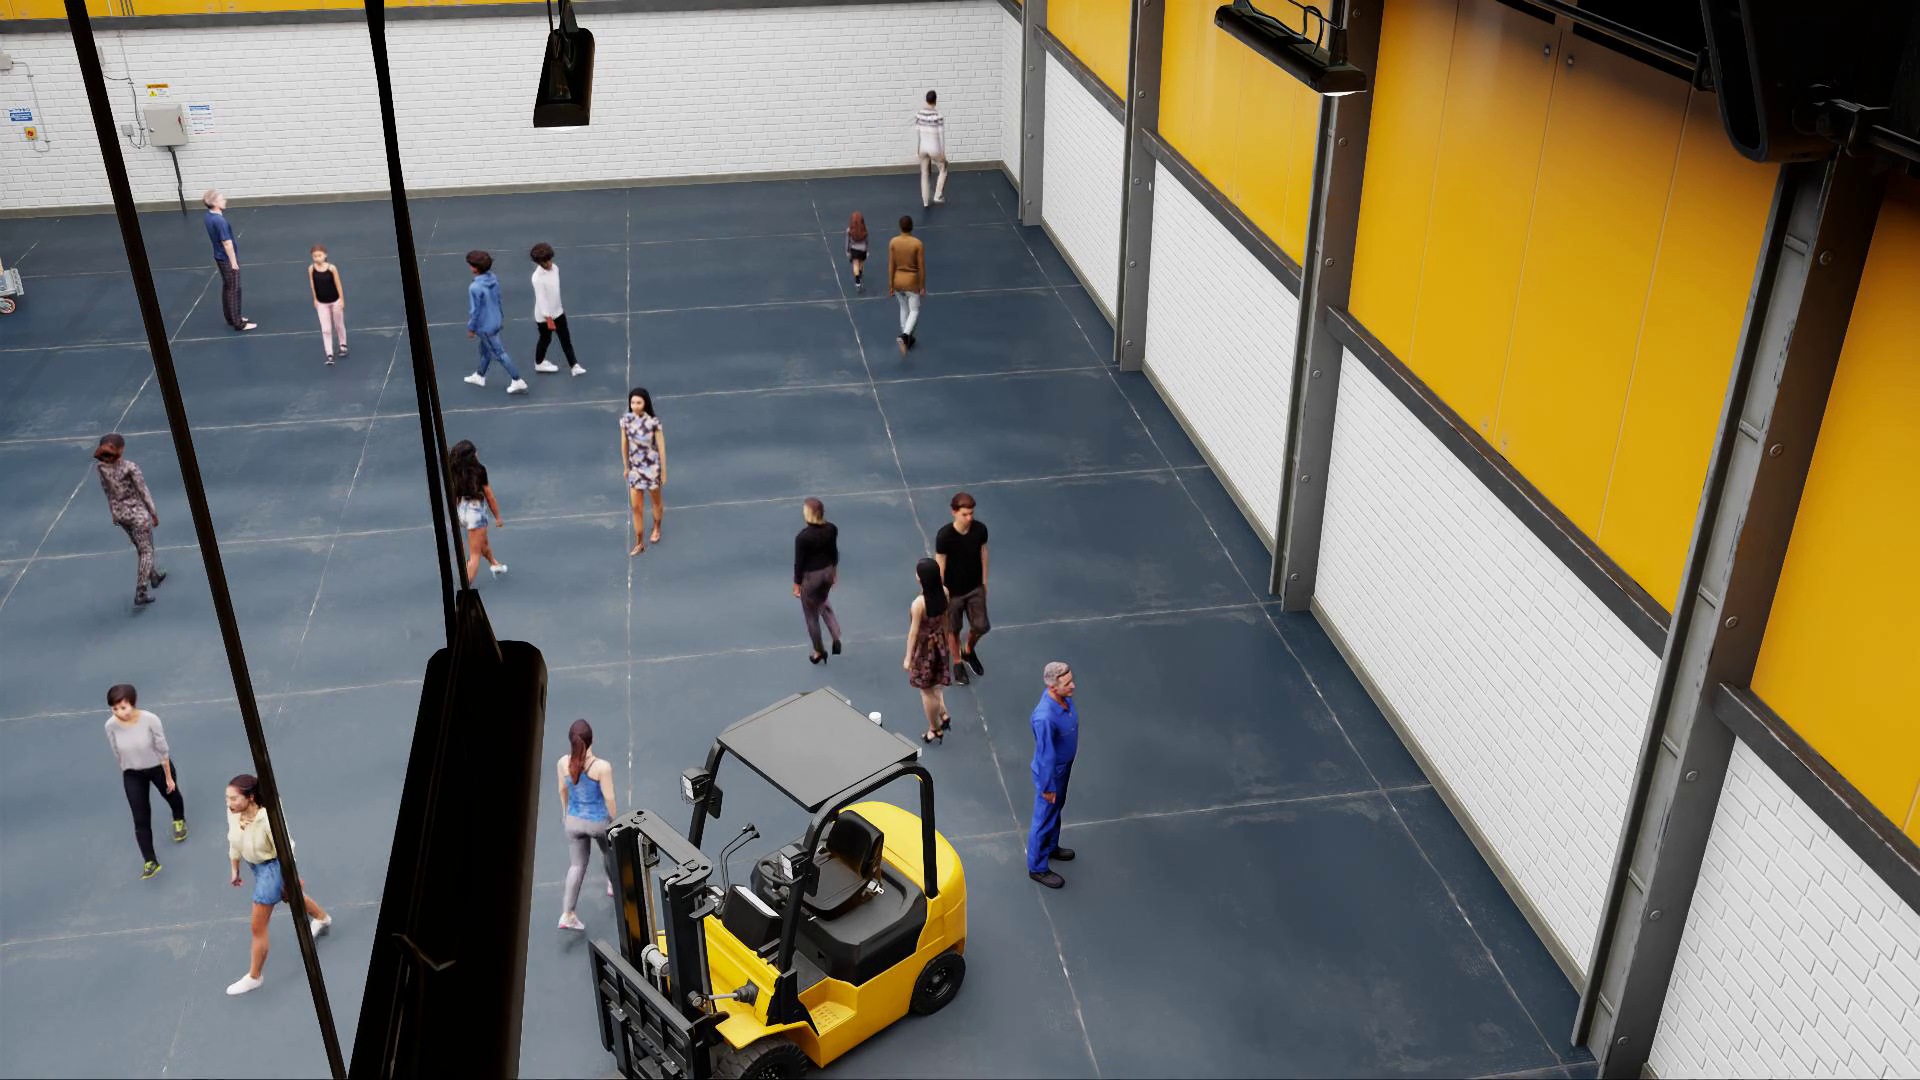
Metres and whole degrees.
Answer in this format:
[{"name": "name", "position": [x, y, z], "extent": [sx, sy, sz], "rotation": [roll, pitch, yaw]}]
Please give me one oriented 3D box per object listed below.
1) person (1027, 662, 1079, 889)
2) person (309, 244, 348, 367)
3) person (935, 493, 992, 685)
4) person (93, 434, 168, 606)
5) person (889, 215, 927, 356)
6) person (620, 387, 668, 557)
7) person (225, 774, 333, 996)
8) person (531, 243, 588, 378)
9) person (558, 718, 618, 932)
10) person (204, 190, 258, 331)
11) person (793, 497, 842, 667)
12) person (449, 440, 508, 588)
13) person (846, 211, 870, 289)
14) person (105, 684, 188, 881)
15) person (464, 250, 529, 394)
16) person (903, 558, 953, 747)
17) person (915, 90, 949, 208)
[{"name": "person", "position": [0.673, 1.674, 12.197], "extent": [0.851, 1.829, 0.688], "rotation": [9, 30, 16]}, {"name": "person", "position": [-7.989, -3.015, 21.115], "extent": [0.530, 1.521, 0.983], "rotation": [-5, 29, -10]}, {"name": "person", "position": [-0.014, 0.373, 14.559], "extent": [0.728, 1.852, 0.678], "rotation": [-10, 30, -17]}, {"name": "person", "position": [-7.869, -0.199, 15.759], "extent": [0.768, 1.705, 0.987], "rotation": [5, 29, 10]}, {"name": "person", "position": [-0.695, -3.223, 21.206], "extent": [0.914, 1.800, 1.118], "rotation": [7, 29, 13]}, {"name": "person", "position": [-3.144, -0.751, 16.766], "extent": [0.760, 1.711, 0.998], "rotation": [2, 29, 3]}, {"name": "person", "position": [-4.679, 2.243, 11.416], "extent": [1.127, 1.579, 1.206], "rotation": [17, 33, 29]}, {"name": "person", "position": [-5.118, -2.839, 20.553], "extent": [1.147, 1.751, 1.144], "rotation": [10, 30, 17]}, {"name": "person", "position": [-2.659, 2.053, 11.767], "extent": [0.833, 1.576, 1.130], "rotation": [6, 29, 10]}, {"name": "person", "position": [-9.721, -3.719, 22.041], "extent": [0.799, 1.870, 0.664], "rotation": [-21, 35, -34]}, {"name": "person", "position": [-1.211, 0.409, 14.692], "extent": [0.781, 1.662, 0.728], "rotation": [23, 36, 36]}, {"name": "person", "position": [-4.650, -0.138, 15.774], "extent": [0.939, 1.586, 1.108], "rotation": [12, 31, 21]}, {"name": "person", "position": [-1.447, -4.100, 23.561], "extent": [0.481, 1.083, 0.794], "rotation": [-6, 29, -10]}, {"name": "person", "position": [-6.065, 1.697, 12.488], "extent": [0.596, 1.511, 1.020], "rotation": [-6, 29, -12]}, {"name": "person", "position": [-5.628, -2.604, 20.091], "extent": [1.083, 1.780, 1.196], "rotation": [9, 30, 15]}, {"name": "person", "position": [-0.187, 0.954, 13.584], "extent": [0.869, 1.765, 0.808], "rotation": [17, 33, 28]}, {"name": "person", "position": [-0.501, -6.244, 26.695], "extent": [0.845, 1.846, 0.874], "rotation": [14, 31, 24]}]
